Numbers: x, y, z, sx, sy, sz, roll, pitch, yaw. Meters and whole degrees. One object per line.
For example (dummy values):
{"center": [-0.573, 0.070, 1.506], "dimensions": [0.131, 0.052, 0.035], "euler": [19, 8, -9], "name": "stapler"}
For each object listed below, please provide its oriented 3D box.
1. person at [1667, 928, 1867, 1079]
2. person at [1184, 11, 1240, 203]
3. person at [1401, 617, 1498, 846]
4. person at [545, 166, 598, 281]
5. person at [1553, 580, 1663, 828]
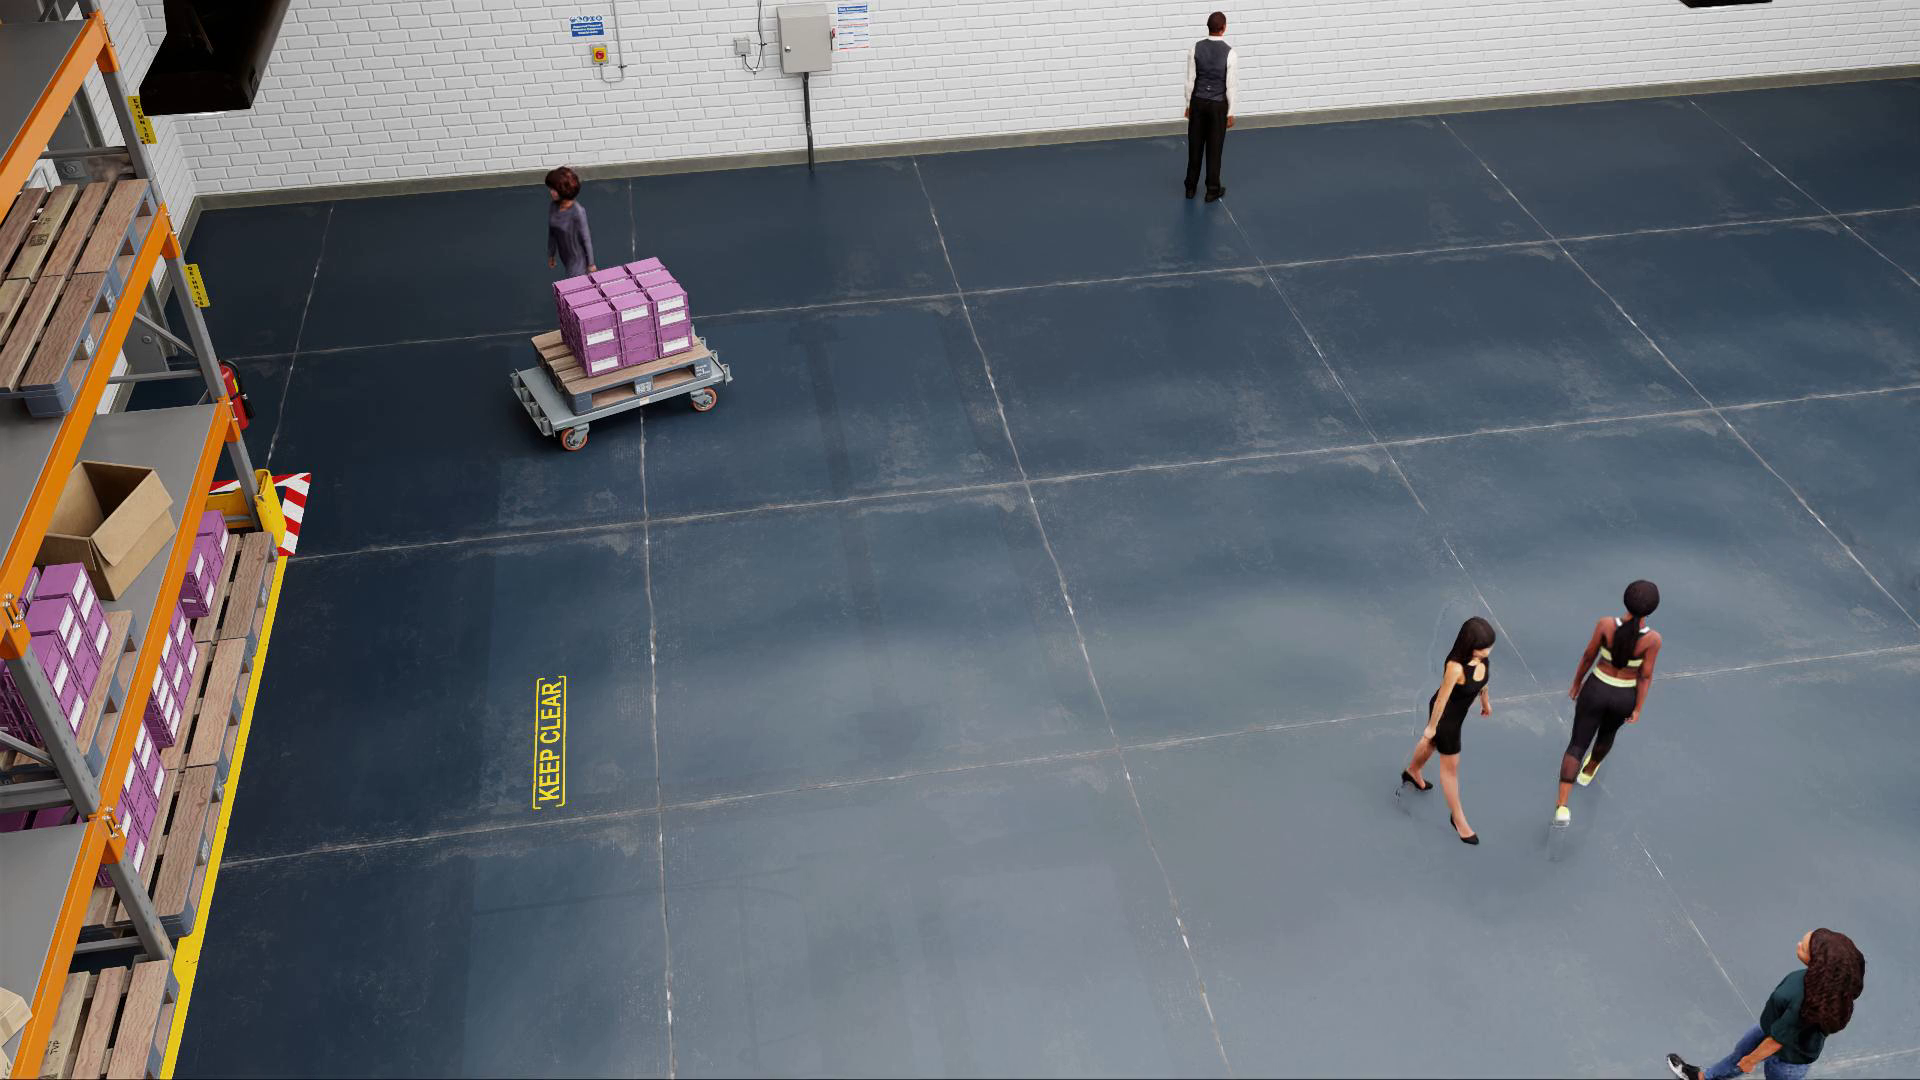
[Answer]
{"center": [4.183, 2.554, 8.221], "dimensions": [0.939, 1.585, 1.077], "euler": [-32, 48, -33], "name": "person"}
{"center": [2.479, -4.309, 16.547], "dimensions": [0.782, 1.919, 0.795], "euler": [16, 41, 19], "name": "person"}
{"center": [2.921, 1.032, 10.097], "dimensions": [0.991, 1.622, 0.907], "euler": [24, 44, 27], "name": "person"}
{"center": [-3.263, -2.438, 14.403], "dimensions": [1.111, 1.671, 1.077], "euler": [31, 48, 33], "name": "person"}
{"center": [3.877, 1.019, 10.031], "dimensions": [0.998, 1.724, 1.135], "euler": [18, 42, 21], "name": "person"}
